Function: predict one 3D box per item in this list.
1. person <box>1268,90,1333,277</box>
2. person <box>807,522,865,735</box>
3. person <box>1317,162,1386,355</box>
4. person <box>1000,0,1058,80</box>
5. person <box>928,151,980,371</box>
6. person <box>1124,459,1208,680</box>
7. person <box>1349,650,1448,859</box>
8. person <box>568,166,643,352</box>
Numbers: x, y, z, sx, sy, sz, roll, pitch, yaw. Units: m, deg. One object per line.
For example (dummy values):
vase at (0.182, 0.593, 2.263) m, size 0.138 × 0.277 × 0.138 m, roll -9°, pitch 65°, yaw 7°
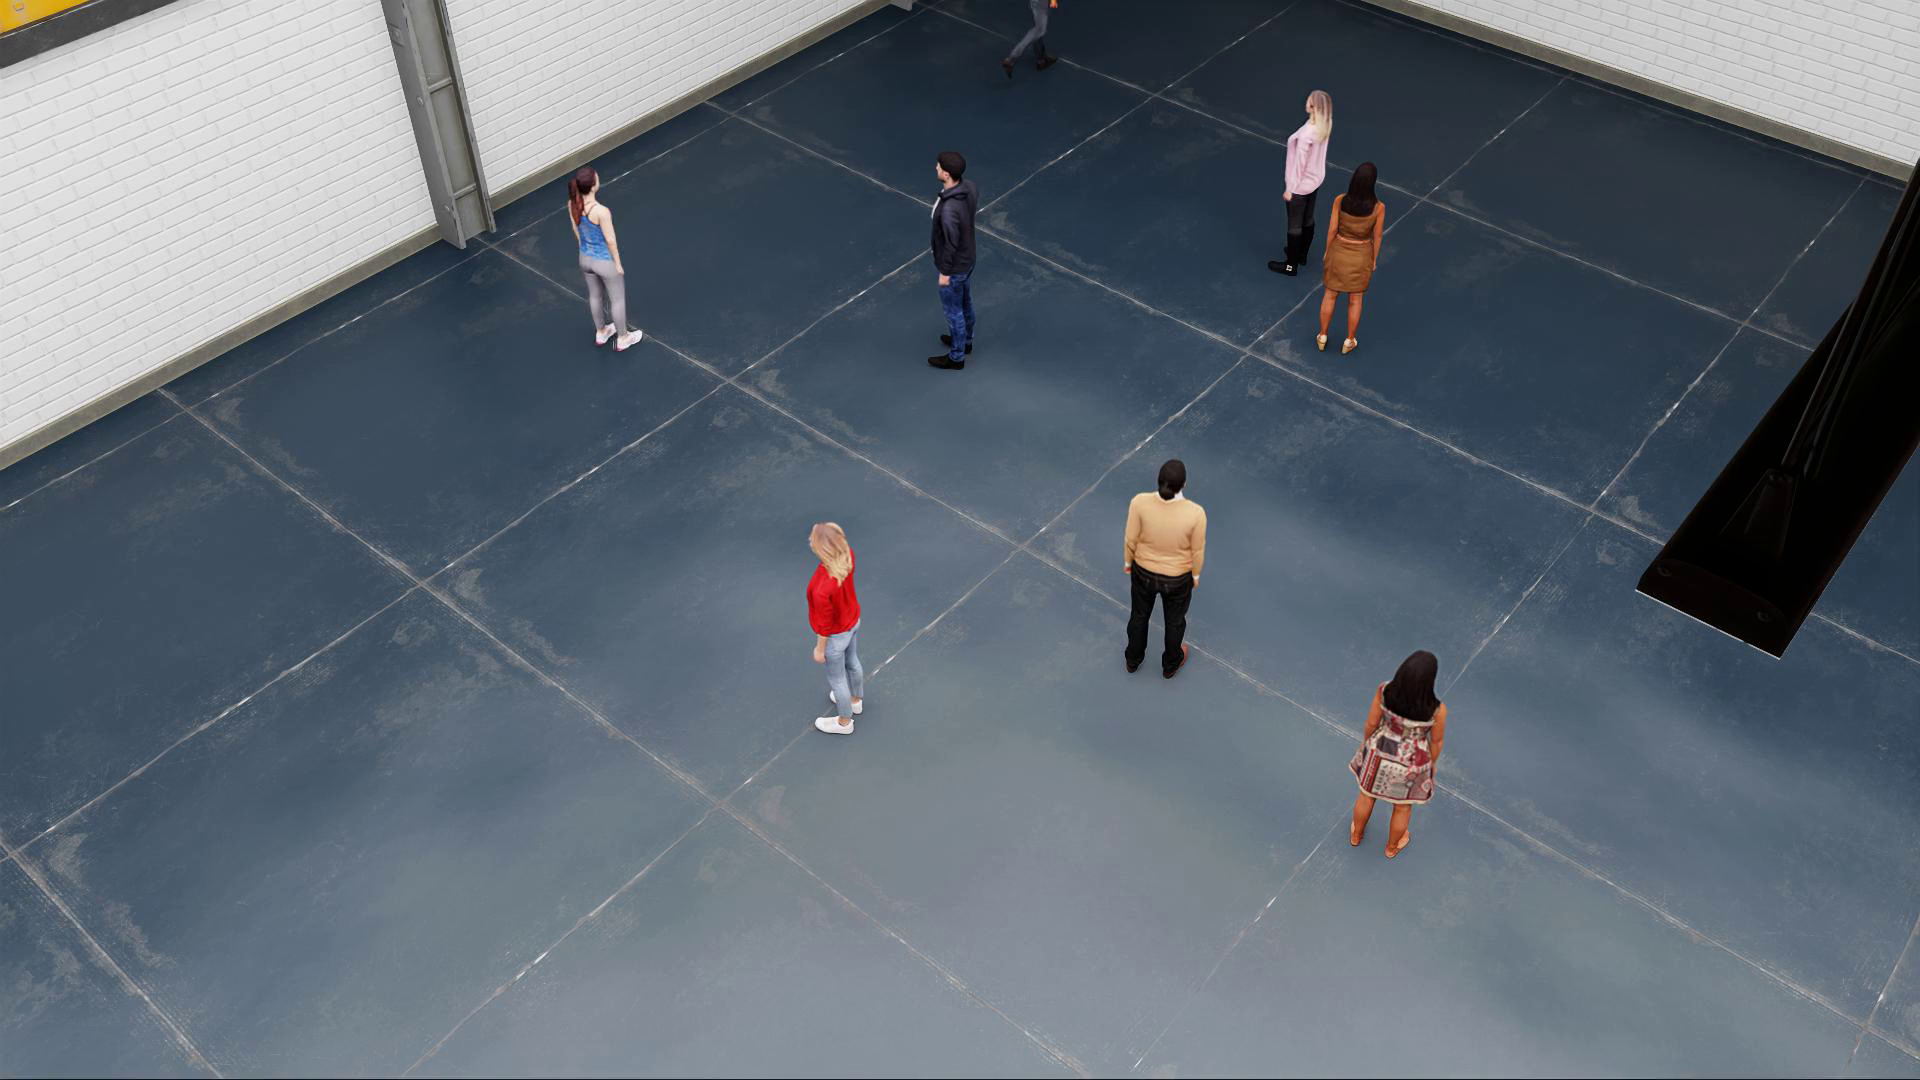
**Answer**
person at (2.896, -2.995, 13.920) m, size 0.651 × 1.688 × 0.470 m, roll 29°, pitch 51°, yaw 27°
person at (-0.753, 0.542, 10.196) m, size 0.737 × 1.705 × 0.569 m, roll 14°, pitch 45°, yaw 14°
person at (3.066, -2.213, 13.099) m, size 0.637 × 1.688 × 0.626 m, roll 13°, pitch 45°, yaw 13°
person at (0.686, -5.365, 16.355) m, size 1.093 × 1.762 × 0.801 m, roll -29°, pitch 51°, yaw -27°
person at (-0.028, -2.168, 12.904) m, size 0.810 × 1.894 × 0.650 m, roll 13°, pitch 45°, yaw 13°
person at (1.278, 0.186, 10.535) m, size 0.740 × 1.753 × 0.721 m, roll 11°, pitch 45°, yaw 11°
person at (2.502, 1.226, 9.521) m, size 0.696 × 1.645 × 0.608 m, roll 20°, pitch 47°, yaw 19°
person at (-2.862, -2.218, 13.162) m, size 0.612 × 1.608 × 0.604 m, roll 22°, pitch 48°, yaw 22°
